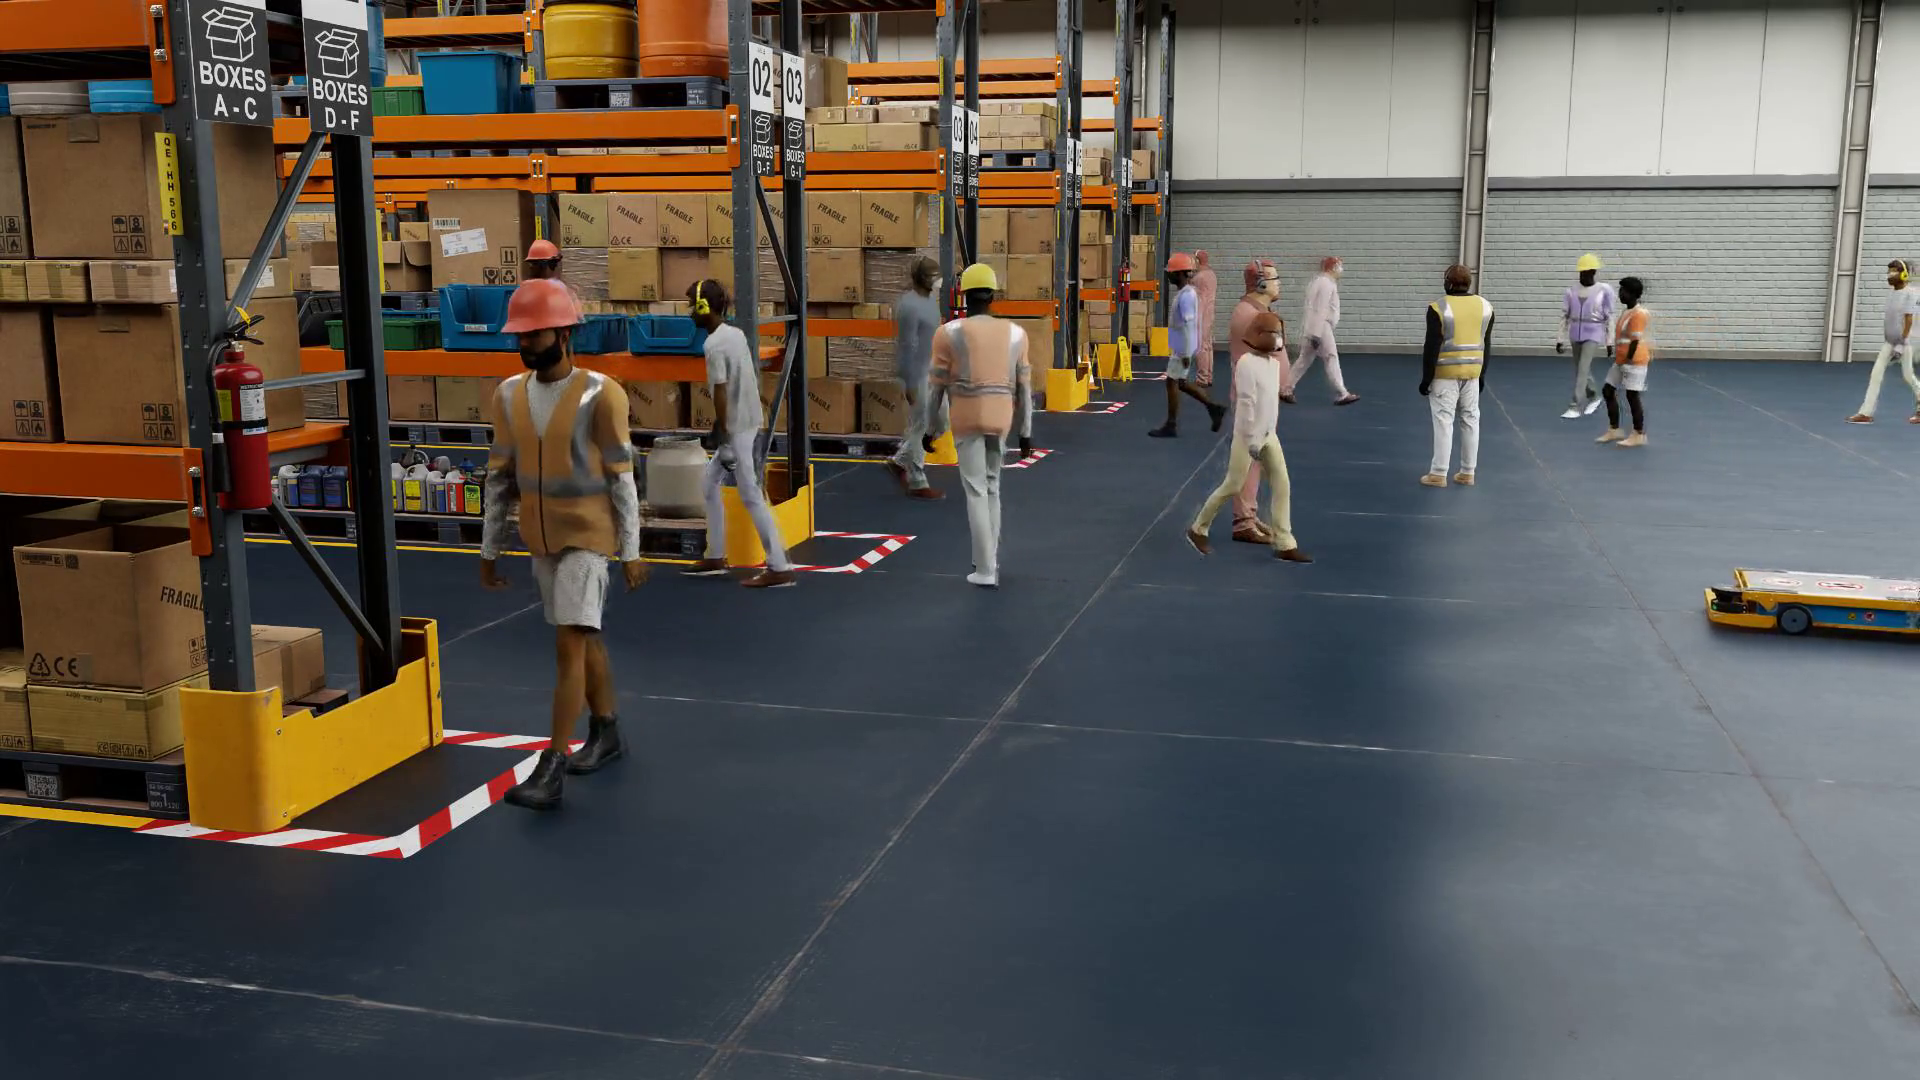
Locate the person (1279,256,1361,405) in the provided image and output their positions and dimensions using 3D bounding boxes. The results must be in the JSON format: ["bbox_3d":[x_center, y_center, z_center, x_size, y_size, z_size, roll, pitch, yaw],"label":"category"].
[{"bbox_3d":[4.452,-2.580,20.599,1.021,1.857,0.687,0,10,0],"label":"person"}]

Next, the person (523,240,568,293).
[{"bbox_3d":[-3.669,-1.642,14.827,0.388,2.041,0.615,0,10,-1],"label":"person"}]

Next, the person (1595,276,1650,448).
[{"bbox_3d":[6.519,-1.747,16.377,0.566,1.676,0.549,1,10,6],"label":"person"}]

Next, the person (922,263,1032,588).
[{"bbox_3d":[0.081,-0.690,9.964,0.598,1.893,0.793,-5,11,-24],"label":"person"}]

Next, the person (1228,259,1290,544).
[{"bbox_3d":[2.030,-0.940,11.307,0.407,1.913,0.641,3,11,16],"label":"person"}]

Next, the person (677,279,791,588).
[{"bbox_3d":[-1.381,-0.625,9.860,0.849,1.802,0.509,2,10,9],"label":"person"}]

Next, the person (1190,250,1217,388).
[{"bbox_3d":[3.330,-3.063,23.087,0.401,1.904,0.651,4,11,23],"label":"person"}]

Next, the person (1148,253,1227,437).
[{"bbox_3d":[2.361,-1.997,17.153,0.730,1.920,0.568,2,10,9],"label":"person"}]

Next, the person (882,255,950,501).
[{"bbox_3d":[-0.322,-1.260,13.045,0.491,1.922,0.648,3,11,16],"label":"person"}]

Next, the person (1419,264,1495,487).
[{"bbox_3d":[4.103,-1.363,13.839,0.620,1.845,0.430,-3,11,-16],"label":"person"}]

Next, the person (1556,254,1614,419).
[{"bbox_3d":[7.287,-2.370,19.305,0.944,1.893,0.609,-9,13,-39],"label":"person"}]

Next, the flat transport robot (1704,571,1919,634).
[{"bbox_3d":[4.730,0.336,8.774,1.431,0.197,0.652,4,11,21],"label":"flat transport robot"}]

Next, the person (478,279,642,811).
[{"bbox_3d":[-1.509,0.012,6.069,0.568,1.890,0.934,5,11,24],"label":"person"}]

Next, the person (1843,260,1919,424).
[{"bbox_3d":[10.412,-2.179,18.439,0.969,1.830,0.540,-2,10,-10],"label":"person"}]

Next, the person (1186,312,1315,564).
[{"bbox_3d":[1.845,-0.659,10.619,0.831,1.596,0.505,9,14,41],"label":"person"}]
